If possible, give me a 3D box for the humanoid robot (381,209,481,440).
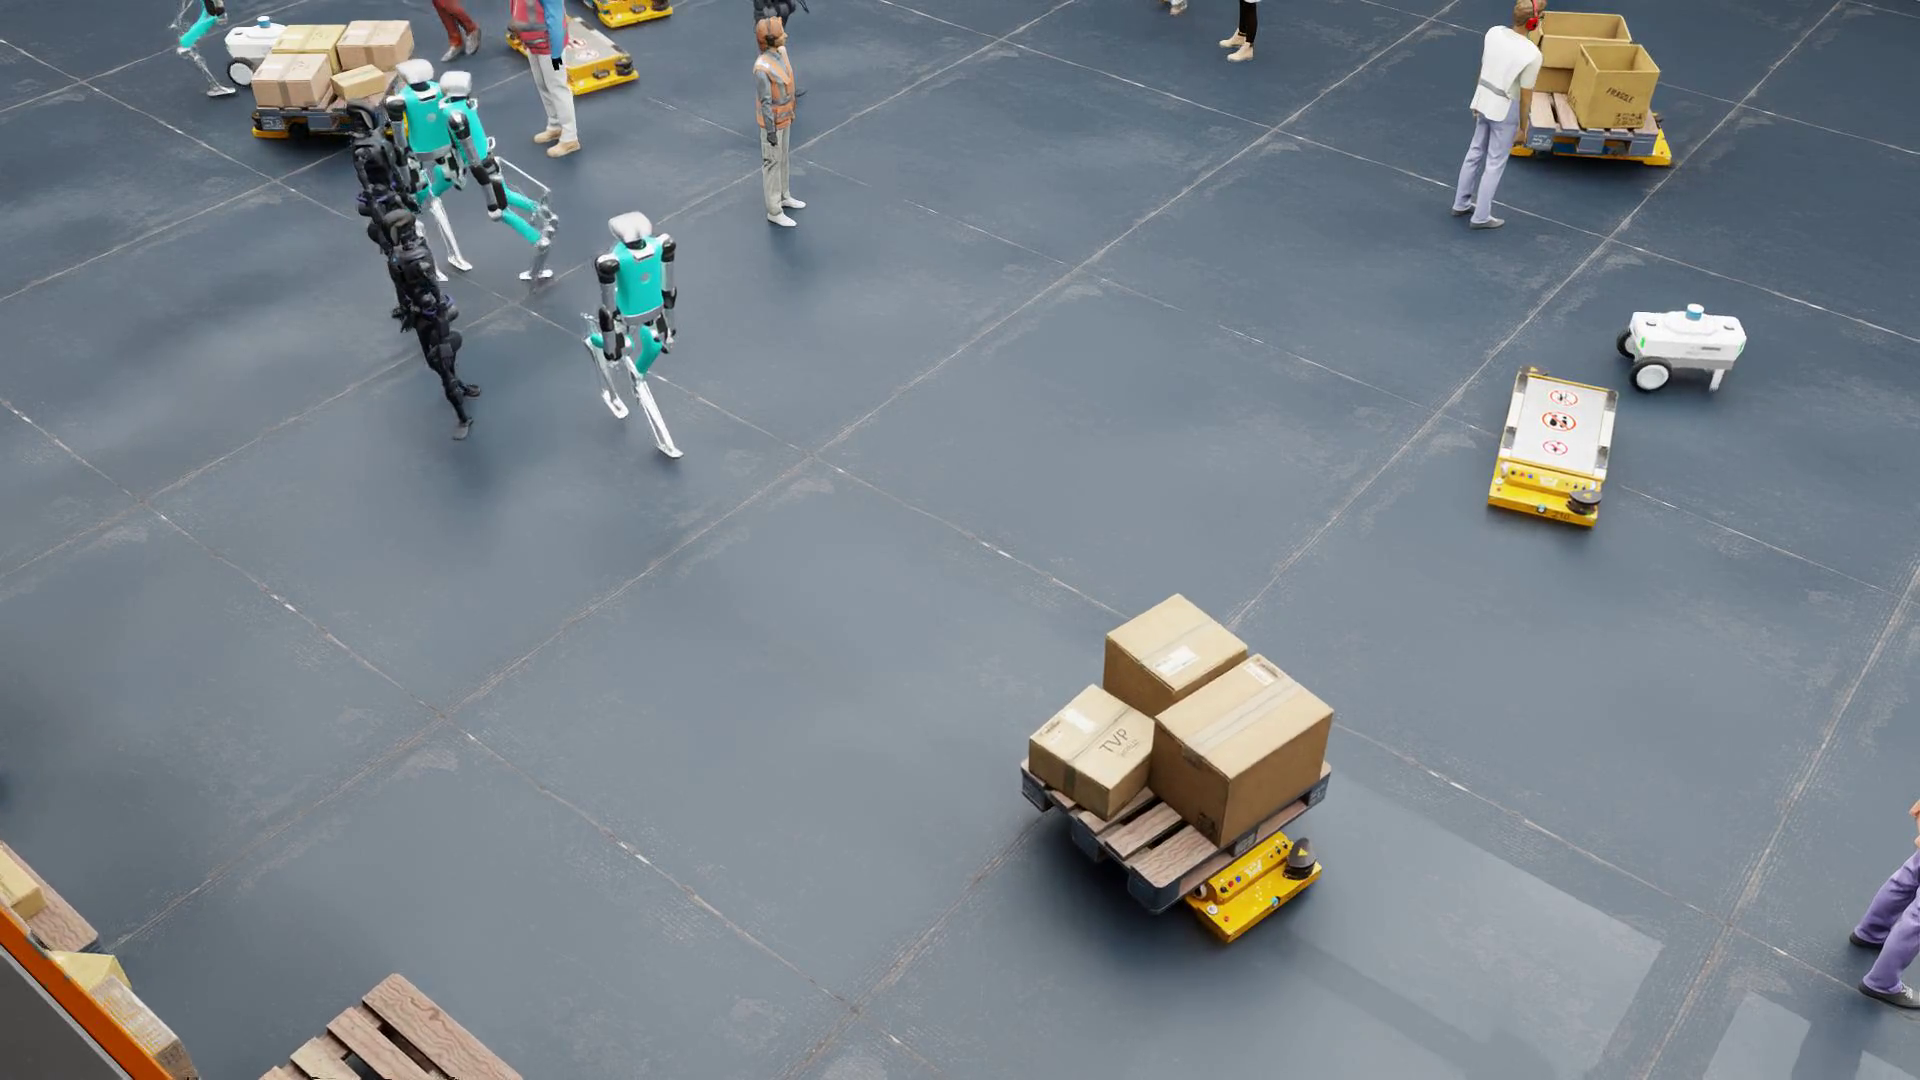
[{"bbox_3d":[-3.349,-1.424,10.671,0.455,1.647,0.606,-31,49,-31],"label":"humanoid robot"}]

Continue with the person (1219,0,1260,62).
[{"bbox_3d":[2.615,-5.213,15.105,0.316,1.698,0.539,-3,40,-4],"label":"person"}]

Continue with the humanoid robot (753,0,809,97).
[{"bbox_3d":[-1.576,-4.726,14.588,0.791,1.628,0.606,30,49,30],"label":"humanoid robot"}]

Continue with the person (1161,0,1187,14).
[{"bbox_3d":[2.182,-5.977,15.883,0.584,1.866,0.435,21,45,23],"label":"person"}]

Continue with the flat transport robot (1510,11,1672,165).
[{"bbox_3d":[5.264,-3.468,14.158,1.431,0.231,0.659,6,41,6],"label":"flat transport robot"}]

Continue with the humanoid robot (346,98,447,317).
[{"bbox_3d":[-4.000,-2.320,11.713,0.386,1.646,0.598,1,40,1],"label":"humanoid robot"}]

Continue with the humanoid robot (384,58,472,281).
[{"bbox_3d":[-3.909,-2.716,12.113,0.539,1.753,0.711,-30,49,-30],"label":"humanoid robot"}]

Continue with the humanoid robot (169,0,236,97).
[{"bbox_3d":[-6.646,-4.624,14.459,0.794,1.849,0.530,-21,45,-23],"label":"humanoid robot"}]

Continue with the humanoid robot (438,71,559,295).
[{"bbox_3d":[-3.195,-2.521,11.936,0.794,1.801,0.540,-10,41,-12],"label":"humanoid robot"}]

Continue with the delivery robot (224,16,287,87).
[{"bbox_3d":[-6.264,-4.437,15.092,0.815,0.614,0.499,0,40,0],"label":"delivery robot"}]

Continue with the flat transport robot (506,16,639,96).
[{"bbox_3d":[-3.601,-4.509,15.383,0.659,0.231,1.431,-25,46,-27],"label":"flat transport robot"}]

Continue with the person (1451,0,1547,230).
[{"bbox_3d":[4.107,-3.246,12.690,0.383,1.838,0.563,-18,43,-20],"label":"person"}]

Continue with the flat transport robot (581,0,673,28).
[{"bbox_3d":[-3.455,-5.466,16.508,0.659,0.231,1.431,-22,45,-24],"label":"flat transport robot"}]

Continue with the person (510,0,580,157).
[{"bbox_3d":[-3.436,-4.092,13.690,0.429,1.830,0.638,-25,47,-27],"label":"person"}]

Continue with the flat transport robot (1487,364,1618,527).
[{"bbox_3d":[3.876,-0.639,10.830,0.659,0.231,1.431,14,42,16],"label":"flat transport robot"}]

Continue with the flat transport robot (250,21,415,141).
[{"bbox_3d":[-5.349,-3.723,14.457,1.431,0.231,0.659,0,40,0],"label":"flat transport robot"}]

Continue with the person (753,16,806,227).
[{"bbox_3d":[-1.413,-3.232,12.816,0.307,1.645,0.514,7,41,8],"label":"person"}]

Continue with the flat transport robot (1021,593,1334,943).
[{"bbox_3d":[1.086,1.378,8.457,0.659,0.231,1.431,-27,47,-28],"label":"flat transport robot"}]

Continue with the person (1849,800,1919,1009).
[{"bbox_3d":[4.367,1.341,7.294,0.390,1.836,0.559,10,41,11],"label":"person"}]

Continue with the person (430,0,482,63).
[{"bbox_3d":[-4.745,-5.246,15.021,0.575,1.855,0.466,18,43,20],"label":"person"}]

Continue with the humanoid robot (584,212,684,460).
[{"bbox_3d":[-2.155,-1.373,10.603,0.540,1.761,1.058,-29,48,-30],"label":"humanoid robot"}]

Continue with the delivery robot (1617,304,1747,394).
[{"bbox_3d":[4.961,-1.348,11.426,0.738,0.573,0.511,4,40,4],"label":"delivery robot"}]
